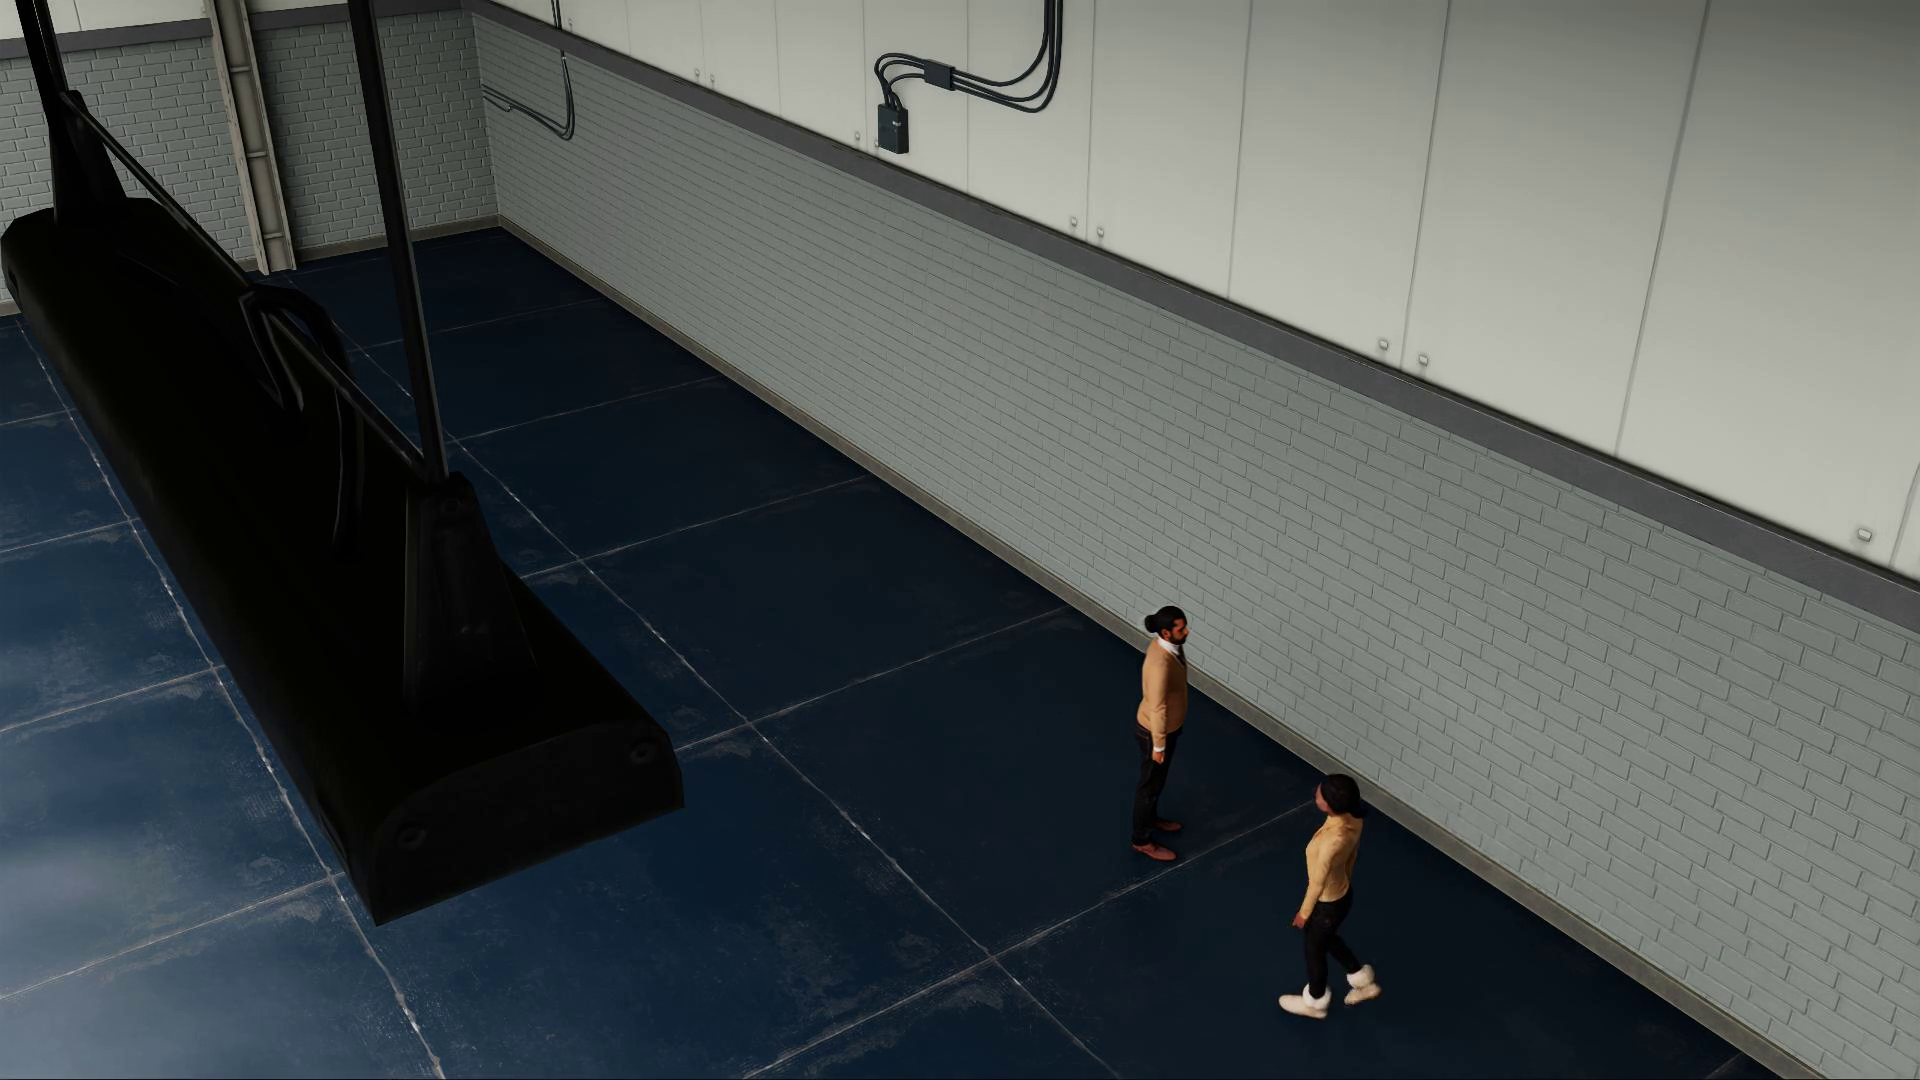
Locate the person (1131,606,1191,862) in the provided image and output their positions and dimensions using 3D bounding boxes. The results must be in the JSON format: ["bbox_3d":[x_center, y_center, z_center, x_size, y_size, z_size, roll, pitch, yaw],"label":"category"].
[{"bbox_3d":[1.260,1.177,10.462,0.806,1.753,0.730,7,29,12],"label":"person"}]

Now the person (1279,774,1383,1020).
[{"bbox_3d":[2.080,1.991,9.046,0.810,1.646,0.809,17,32,29],"label":"person"}]
